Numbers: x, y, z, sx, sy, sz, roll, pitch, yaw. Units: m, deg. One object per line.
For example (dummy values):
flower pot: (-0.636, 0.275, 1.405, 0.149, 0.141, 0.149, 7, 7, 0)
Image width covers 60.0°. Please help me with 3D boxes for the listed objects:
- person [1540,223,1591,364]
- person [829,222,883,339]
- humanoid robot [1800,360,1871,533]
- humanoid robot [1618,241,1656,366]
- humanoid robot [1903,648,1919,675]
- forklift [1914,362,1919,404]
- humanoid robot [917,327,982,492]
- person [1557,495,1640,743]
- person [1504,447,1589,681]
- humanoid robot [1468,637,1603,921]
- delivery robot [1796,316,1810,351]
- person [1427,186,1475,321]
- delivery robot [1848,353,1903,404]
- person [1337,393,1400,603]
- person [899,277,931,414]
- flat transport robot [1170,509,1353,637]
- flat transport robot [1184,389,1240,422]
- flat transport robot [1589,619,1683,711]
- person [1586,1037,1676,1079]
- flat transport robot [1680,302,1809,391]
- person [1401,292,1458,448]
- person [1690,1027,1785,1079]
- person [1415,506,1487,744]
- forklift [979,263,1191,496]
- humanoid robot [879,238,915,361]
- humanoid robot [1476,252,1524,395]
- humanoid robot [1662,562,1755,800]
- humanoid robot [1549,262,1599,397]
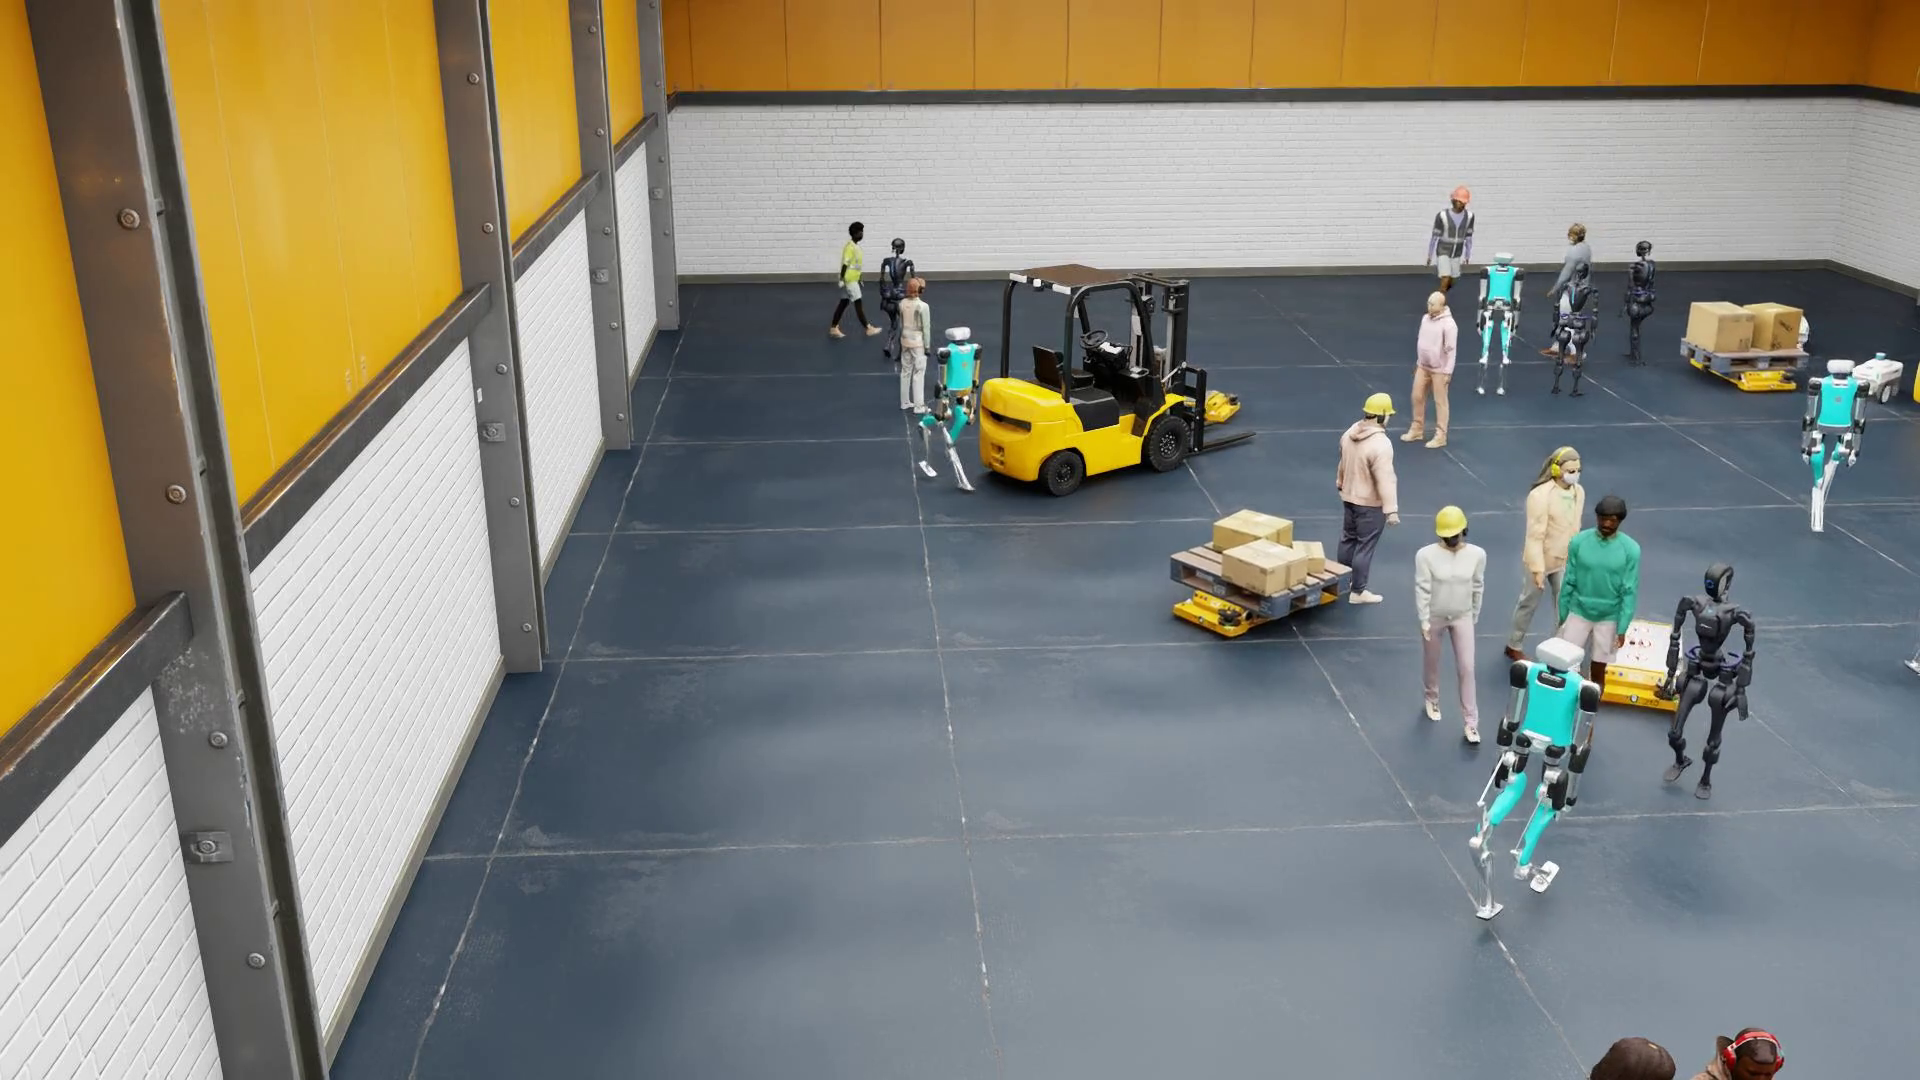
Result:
person: (8.178, -3.297, 22.238, 0.644, 1.900, 0.626, 13, 24, 31)
person: (-1.497, -3.678, 23.637, 0.821, 1.644, 0.579, 0, 20, 1)
humanoid robot: (8.401, -0.939, 16.112, 0.556, 1.757, 1.047, 8, 22, 21)
humanoid robot: (9.065, -3.174, 22.247, 0.597, 1.647, 0.460, -13, 24, -32)
humanoid robot: (7.670, 0.297, 12.739, 0.994, 1.774, 0.530, 2, 20, 7)
forklift: (12.602, -2.435, 19.475, 2.313, 2.155, 1.214, -1, 20, -4)
humanoid robot: (-0.172, -1.393, 17.363, 0.544, 1.769, 1.037, -14, 24, -33)
person: (4.508, 0.556, 11.842, 0.523, 1.833, 0.468, 8, 22, 22)
person: (4.605, 0.186, 12.852, 0.573, 1.840, 0.838, -8, 21, -20)
humanoid robot: (3.252, 1.448, 9.588, 0.552, 1.740, 1.041, 18, 26, 39)
delivery robot: (11.587, -2.924, 23.151, 0.499, 0.576, 0.747, 7, 21, 19)
person: (7.290, -4.306, 24.848, 0.656, 2.006, 0.772, -4, 20, -10)
delivery robot: (11.406, -2.017, 20.723, 0.781, 0.605, 0.499, -16, 25, -36)
person: (3.473, -0.354, 14.295, 0.436, 1.855, 0.811, -7, 21, -19)
person: (-0.543, -2.340, 20.025, 0.315, 1.633, 0.514, -17, 26, -39)
flat transport robot: (2.567, 0.486, 14.303, 1.431, 0.231, 0.659, -15, 25, -36)
flat transport robot: (2.615, -1.677, 20.195, 1.431, 0.231, 0.659, 10, 22, 24)
flat transport robot: (5.315, 0.937, 13.074, 0.659, 0.231, 1.431, 8, 22, 20)
person: (2.409, 2.641, 6.250, 0.377, 1.774, 0.466, -3, 20, -7)
flat transport robot: (10.182, -2.214, 21.660, 0.659, 0.231, 1.431, -2, 20, -5)
person: (5.334, -1.911, 18.657, 0.434, 1.770, 0.554, -12, 23, -30)
person: (3.006, 2.591, 6.582, 0.457, 1.641, 0.326, 3, 20, 8)
person: (3.495, 0.594, 11.900, 0.515, 1.722, 0.840, 2, 20, 4)
forklift: (1.315, -1.764, 17.646, 2.313, 2.155, 1.214, -14, 24, -33)
humanoid robot: (-0.846, -3.233, 22.387, 0.604, 1.642, 0.374, 10, 23, 26)
humanoid robot: (6.693, -2.668, 20.739, 0.542, 1.752, 0.703, 6, 21, 17)
humanoid robot: (4.975, 0.934, 11.040, 0.334, 1.648, 0.590, -19, 27, -41)
humanoid robot: (7.655, -2.643, 20.763, 0.599, 1.657, 0.315, 18, 26, 39)
